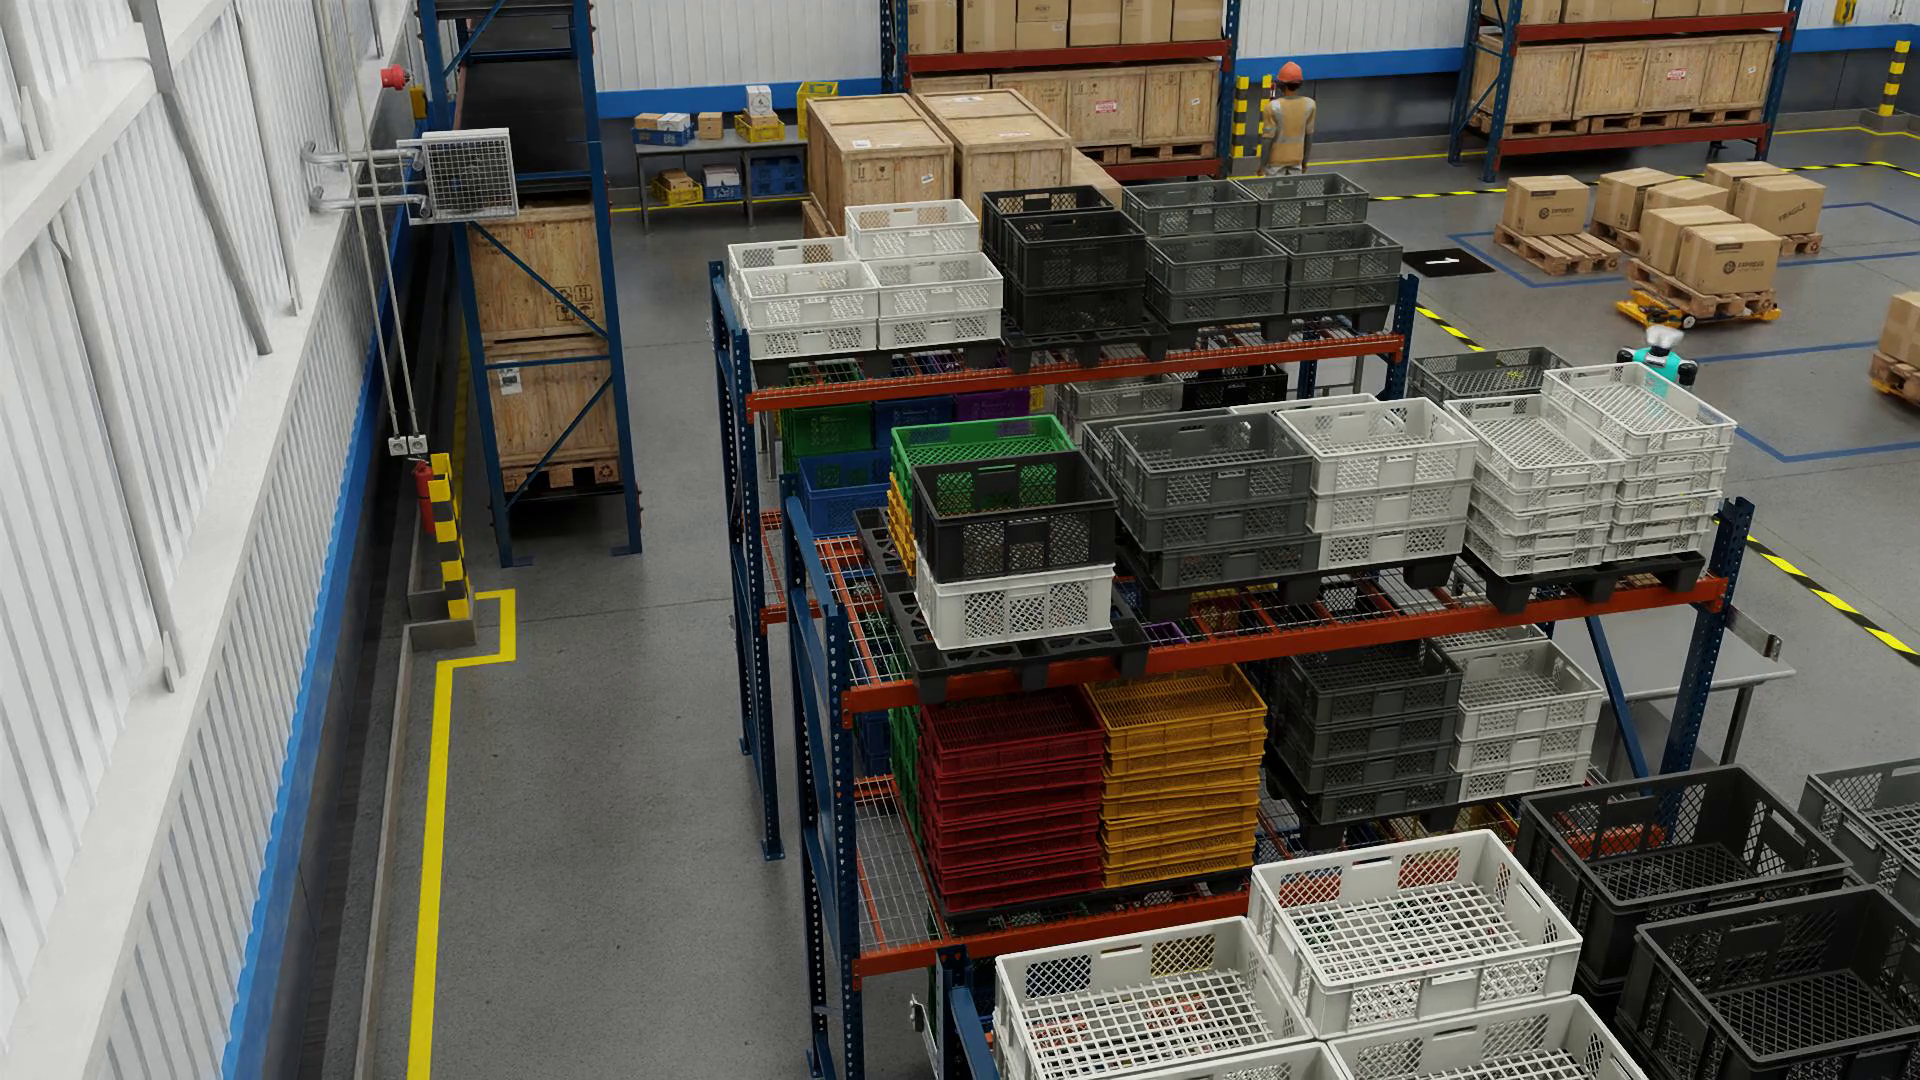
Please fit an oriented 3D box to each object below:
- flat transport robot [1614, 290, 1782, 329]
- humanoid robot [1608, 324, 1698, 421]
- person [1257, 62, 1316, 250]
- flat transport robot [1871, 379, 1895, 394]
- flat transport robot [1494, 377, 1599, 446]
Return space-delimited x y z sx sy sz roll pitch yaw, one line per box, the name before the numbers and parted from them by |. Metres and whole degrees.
flat transport robot | 7.308 -2.335 16.447 1.431 0.197 0.652 -6 28 -12
humanoid robot | 4.887 -0.786 11.820 0.533 1.675 0.735 16 32 28
person | 3.494 -4.117 17.954 0.605 2.048 0.366 -8 29 -15
flat transport robot | 8.618 -1.184 14.263 0.652 0.197 1.431 -6 28 -12
flat transport robot | 4.780 -1.036 14.013 0.659 0.231 1.431 -6 28 -12
